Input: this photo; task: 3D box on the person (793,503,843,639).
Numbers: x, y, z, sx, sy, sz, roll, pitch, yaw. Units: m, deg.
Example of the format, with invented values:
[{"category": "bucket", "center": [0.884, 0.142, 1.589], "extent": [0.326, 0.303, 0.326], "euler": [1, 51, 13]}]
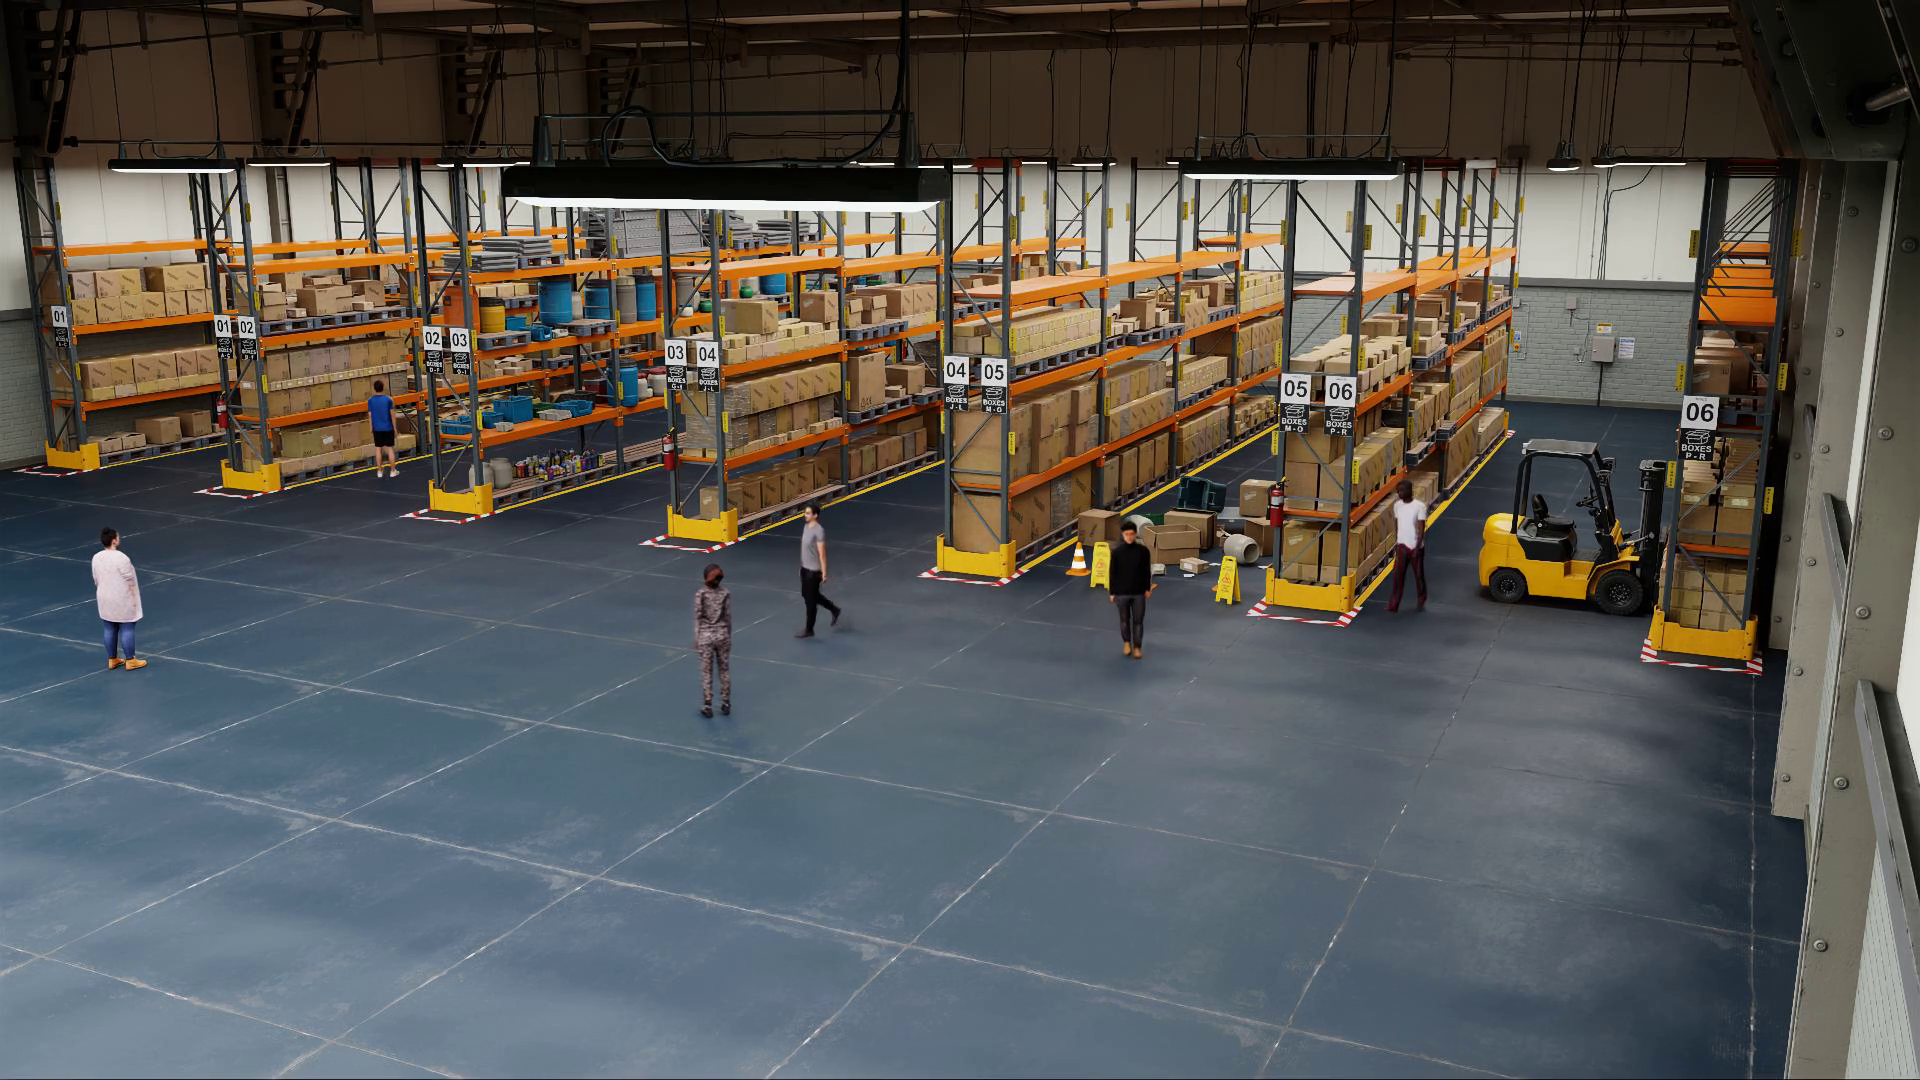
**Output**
[{"category": "person", "center": [-1.813, 0.372, 21.310], "extent": [1.083, 1.735, 0.953], "euler": [-8, 15, -31]}]

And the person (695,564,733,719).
[{"category": "person", "center": [-2.697, 1.091, 18.249], "extent": [0.646, 1.716, 0.724], "euler": [-7, 15, -28]}]

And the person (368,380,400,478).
[{"category": "person", "center": [-11.074, -2.147, 31.901], "extent": [0.746, 1.866, 0.776], "euler": [-3, 13, -11]}]

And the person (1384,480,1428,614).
[{"category": "person", "center": [6.121, 0.105, 22.395], "extent": [0.910, 1.766, 1.257], "euler": [11, 17, 39]}]

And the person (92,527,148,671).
[{"category": "person", "center": [-10.106, 0.691, 19.920], "extent": [0.731, 1.743, 0.678], "euler": [3, 13, 15]}]

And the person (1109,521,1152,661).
[{"category": "person", "center": [2.095, 0.594, 20.431], "extent": [0.861, 1.700, 1.061], "euler": [1, 13, 5]}]
